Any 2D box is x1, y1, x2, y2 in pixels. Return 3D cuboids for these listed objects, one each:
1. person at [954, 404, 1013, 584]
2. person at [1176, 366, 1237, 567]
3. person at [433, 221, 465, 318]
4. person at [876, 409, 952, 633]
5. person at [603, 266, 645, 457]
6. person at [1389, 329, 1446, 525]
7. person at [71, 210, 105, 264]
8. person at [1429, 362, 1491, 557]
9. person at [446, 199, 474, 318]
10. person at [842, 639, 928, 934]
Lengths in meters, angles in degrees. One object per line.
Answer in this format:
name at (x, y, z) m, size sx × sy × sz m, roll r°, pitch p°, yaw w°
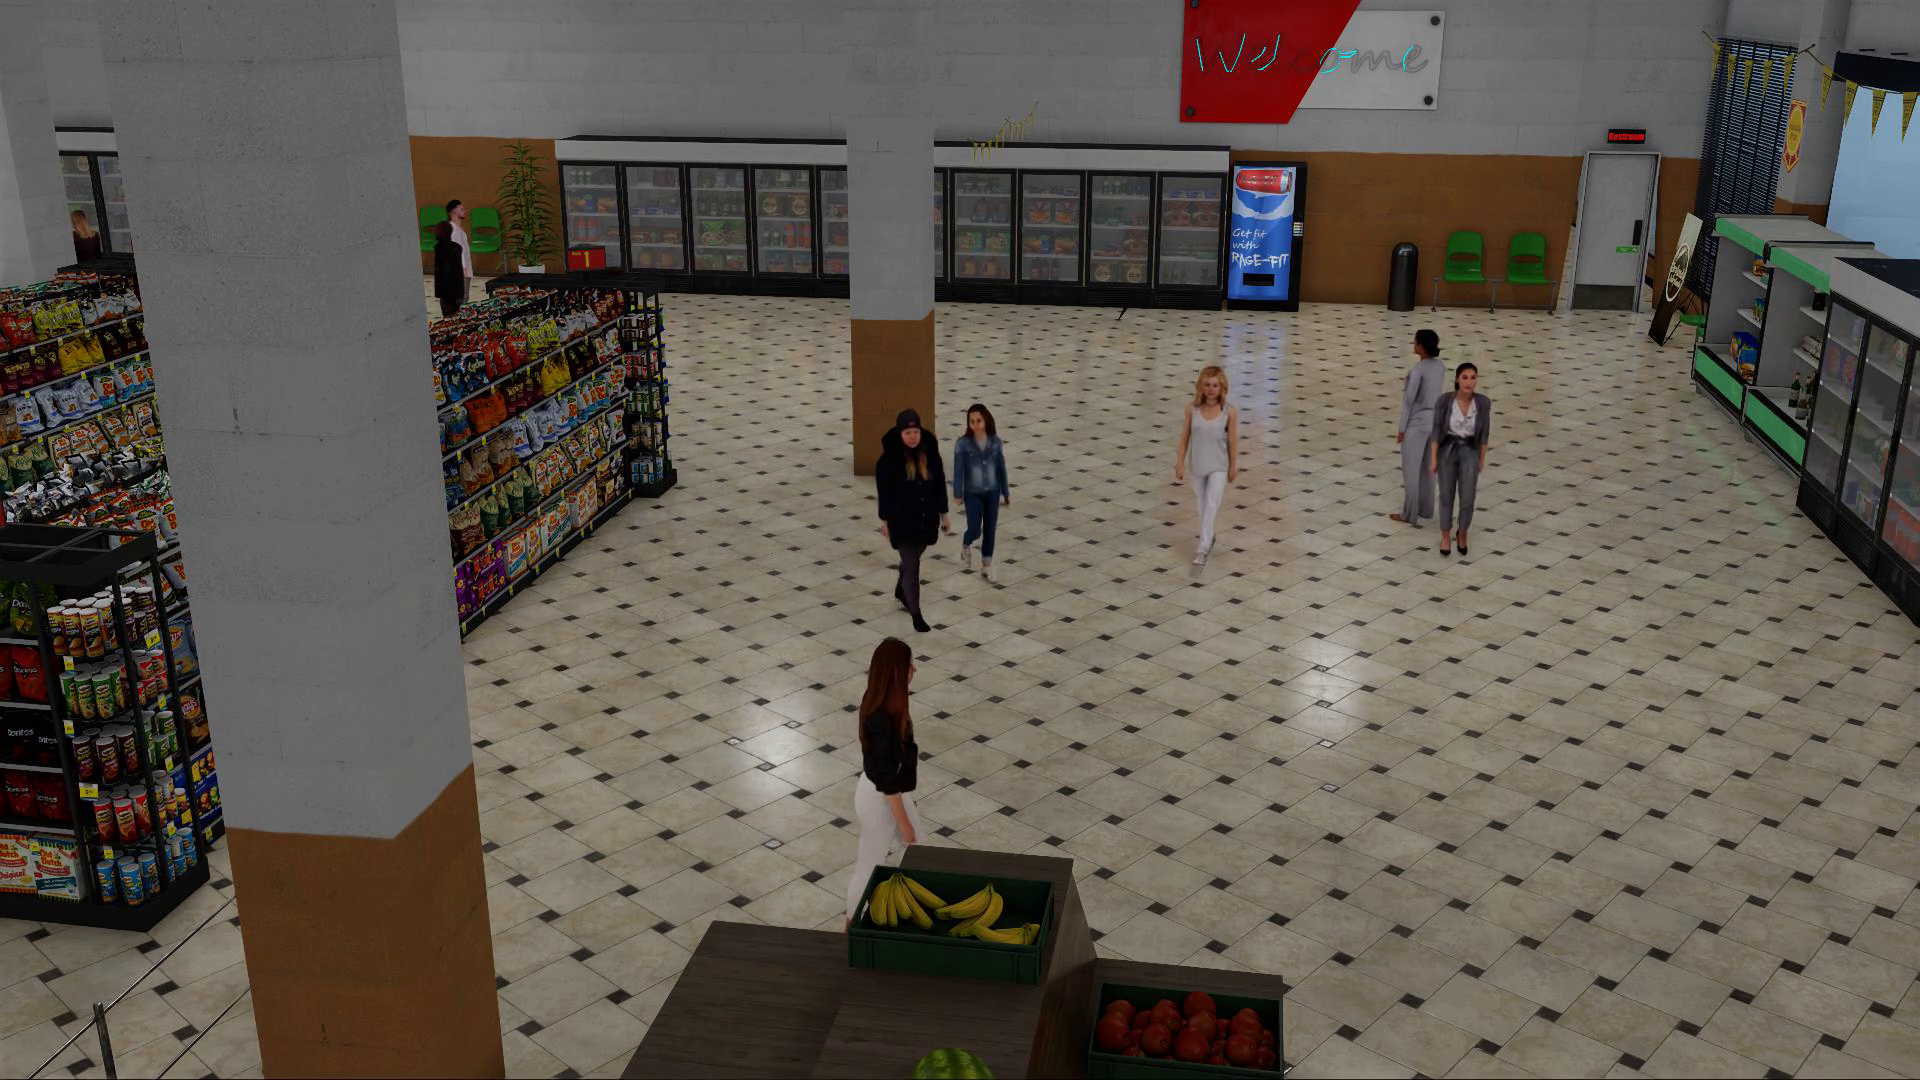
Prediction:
person at (0.140, -0.397, 13.375) m, size 0.772 × 1.468 × 0.838 m, roll -9°, pitch 20°, yaw -24°
person at (2.078, -0.627, 13.813) m, size 0.757 × 1.624 × 1.120 m, roll 7°, pitch 20°, yaw 20°
person at (-6.329, -3.068, 20.738) m, size 0.837 × 1.825 × 0.666 m, roll -3°, pitch 19°, yaw -9°
person at (-0.381, -0.174, 12.451) m, size 1.055 × 1.636 × 1.187 m, roll -9°, pitch 21°, yaw -24°
person at (-3.387, -1.744, 16.566) m, size 0.905 × 1.983 × 0.712 m, roll 10°, pitch 21°, yaw 26°
person at (4.116, -1.018, 14.802) m, size 0.682 × 1.734 × 0.758 m, roll -15°, pitch 24°, yaw -38°
person at (-11.826, -3.625, 22.579) m, size 0.733 × 1.704 × 0.594 m, roll 13°, pitch 23°, yaw 34°
person at (4.155, -0.686, 13.928) m, size 0.625 × 1.663 × 0.592 m, roll 4°, pitch 19°, yaw 13°
person at (-6.782, -3.708, 22.610) m, size 0.810 × 1.841 × 0.676 m, roll -6°, pitch 20°, yaw -17°
person at (-0.457, 1.270, 8.095) m, size 0.753 × 1.683 × 0.856 m, roll 0°, pitch 19°, yaw 1°
